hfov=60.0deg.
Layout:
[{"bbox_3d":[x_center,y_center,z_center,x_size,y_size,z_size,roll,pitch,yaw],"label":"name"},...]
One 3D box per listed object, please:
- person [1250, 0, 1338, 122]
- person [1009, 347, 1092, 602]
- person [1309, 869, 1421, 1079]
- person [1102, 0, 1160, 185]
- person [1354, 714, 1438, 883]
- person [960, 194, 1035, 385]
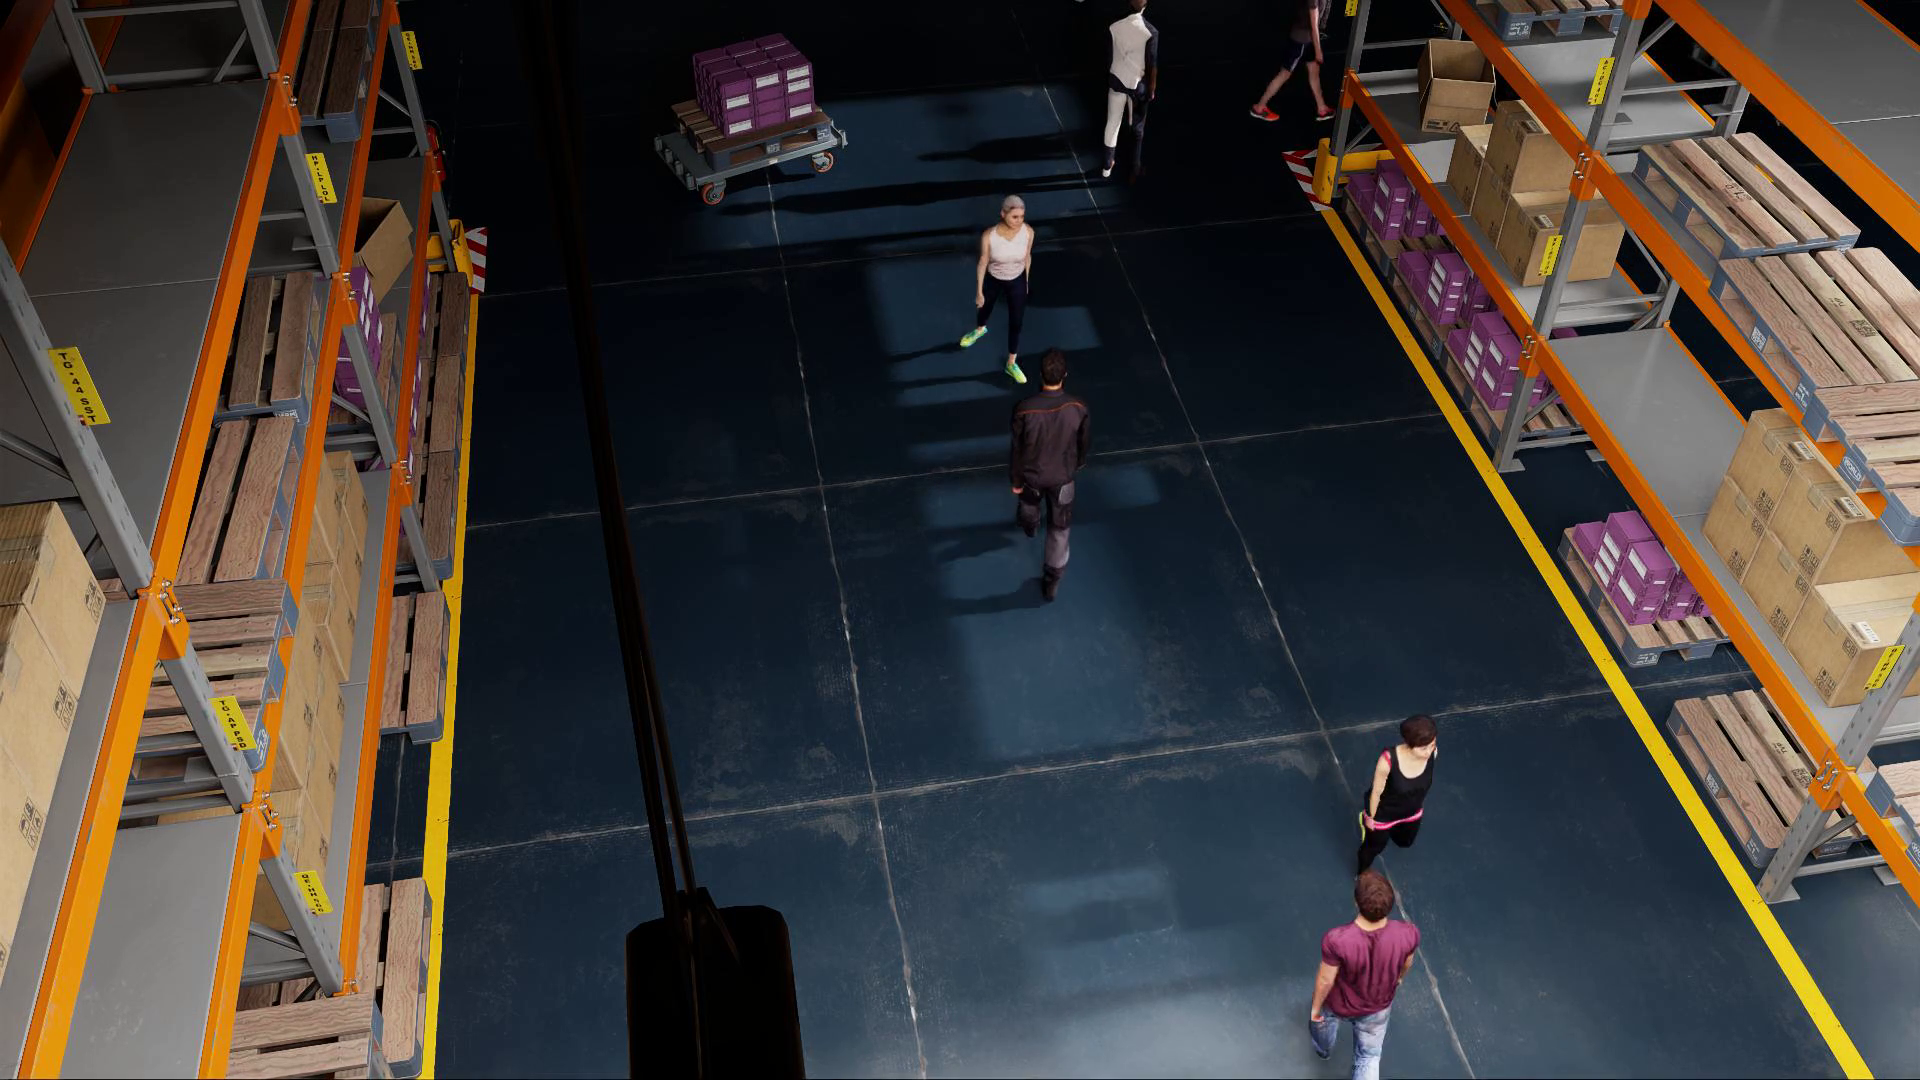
[{"bbox_3d":[3.226,-4.847,16.118,1.009,1.800,1.204,8,44,8],"label":"person"},{"bbox_3d":[0.609,-0.399,11.375,0.831,1.903,1.219,-2,44,-2],"label":"person"},{"bbox_3d":[2.050,2.396,8.504,0.835,1.817,1.191,3,44,3],"label":"person"},{"bbox_3d":[1.559,-4.218,15.394,0.769,1.889,0.802,20,47,20],"label":"person"},{"bbox_3d":[2.486,1.473,9.677,0.578,1.536,0.754,-11,45,-11],"label":"person"},{"bbox_3d":[0.318,-2.082,13.309,0.666,1.673,0.943,-4,44,-5],"label":"person"}]
